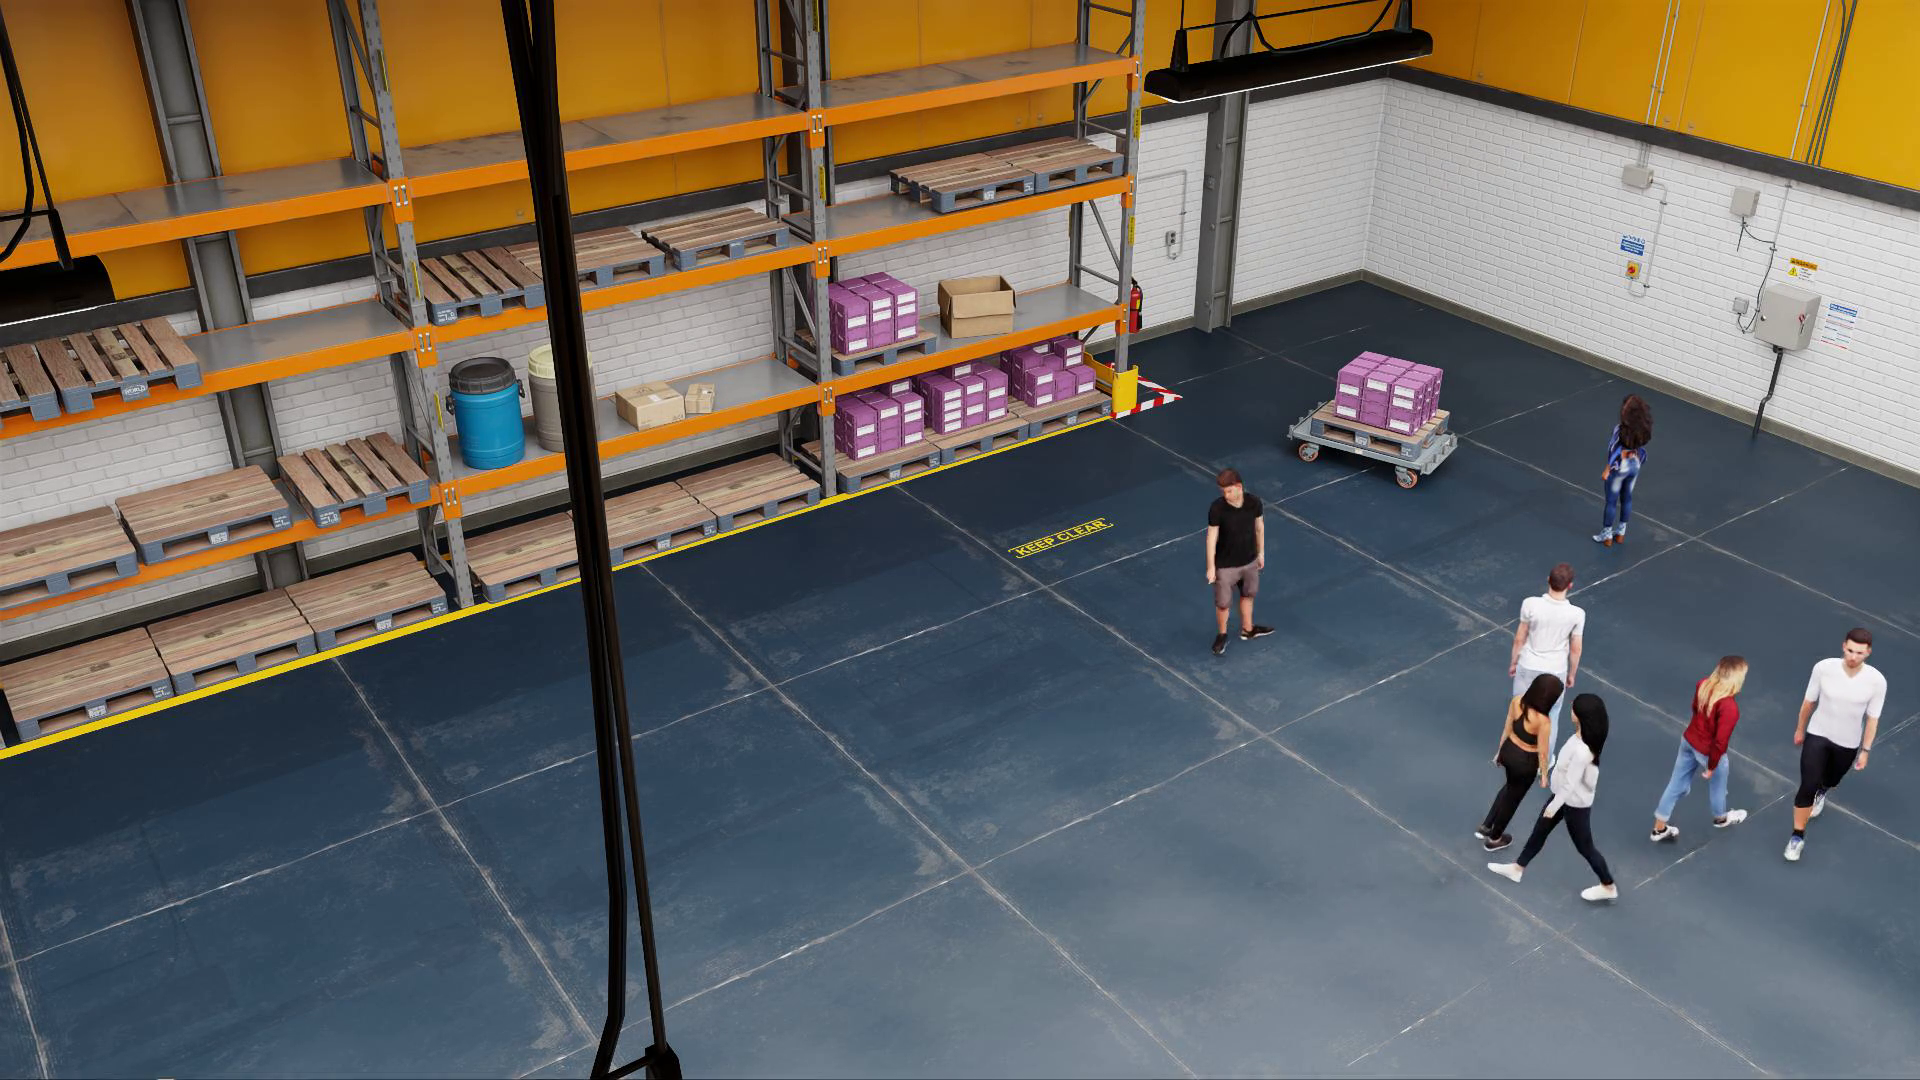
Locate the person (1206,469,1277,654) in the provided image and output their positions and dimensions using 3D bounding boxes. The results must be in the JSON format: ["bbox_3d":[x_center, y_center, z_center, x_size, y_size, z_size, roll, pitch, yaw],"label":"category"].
[{"bbox_3d":[2.461,0.160,14.661,0.644,1.820,1.053,-15,32,-25],"label":"person"}]

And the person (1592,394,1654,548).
[{"bbox_3d":[6.562,-0.705,16.451,0.572,1.624,0.718,-10,30,-17],"label":"person"}]

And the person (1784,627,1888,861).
[{"bbox_3d":[6.483,1.428,12.329,1.025,1.828,1.289,14,31,23],"label":"person"}]

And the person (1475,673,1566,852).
[{"bbox_3d":[4.014,1.655,12.130,0.641,1.620,0.612,-15,32,-26],"label":"person"}]

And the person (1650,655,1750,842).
[{"bbox_3d":[5.441,1.582,12.301,1.090,1.584,0.785,-10,30,-18],"label":"person"}]

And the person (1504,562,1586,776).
[{"bbox_3d":[4.577,1.012,13.067,0.732,1.851,0.736,11,30,19],"label":"person"}]

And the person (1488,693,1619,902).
[{"bbox_3d":[4.410,1.870,11.700,1.126,1.653,1.137,8,30,14],"label":"person"}]
